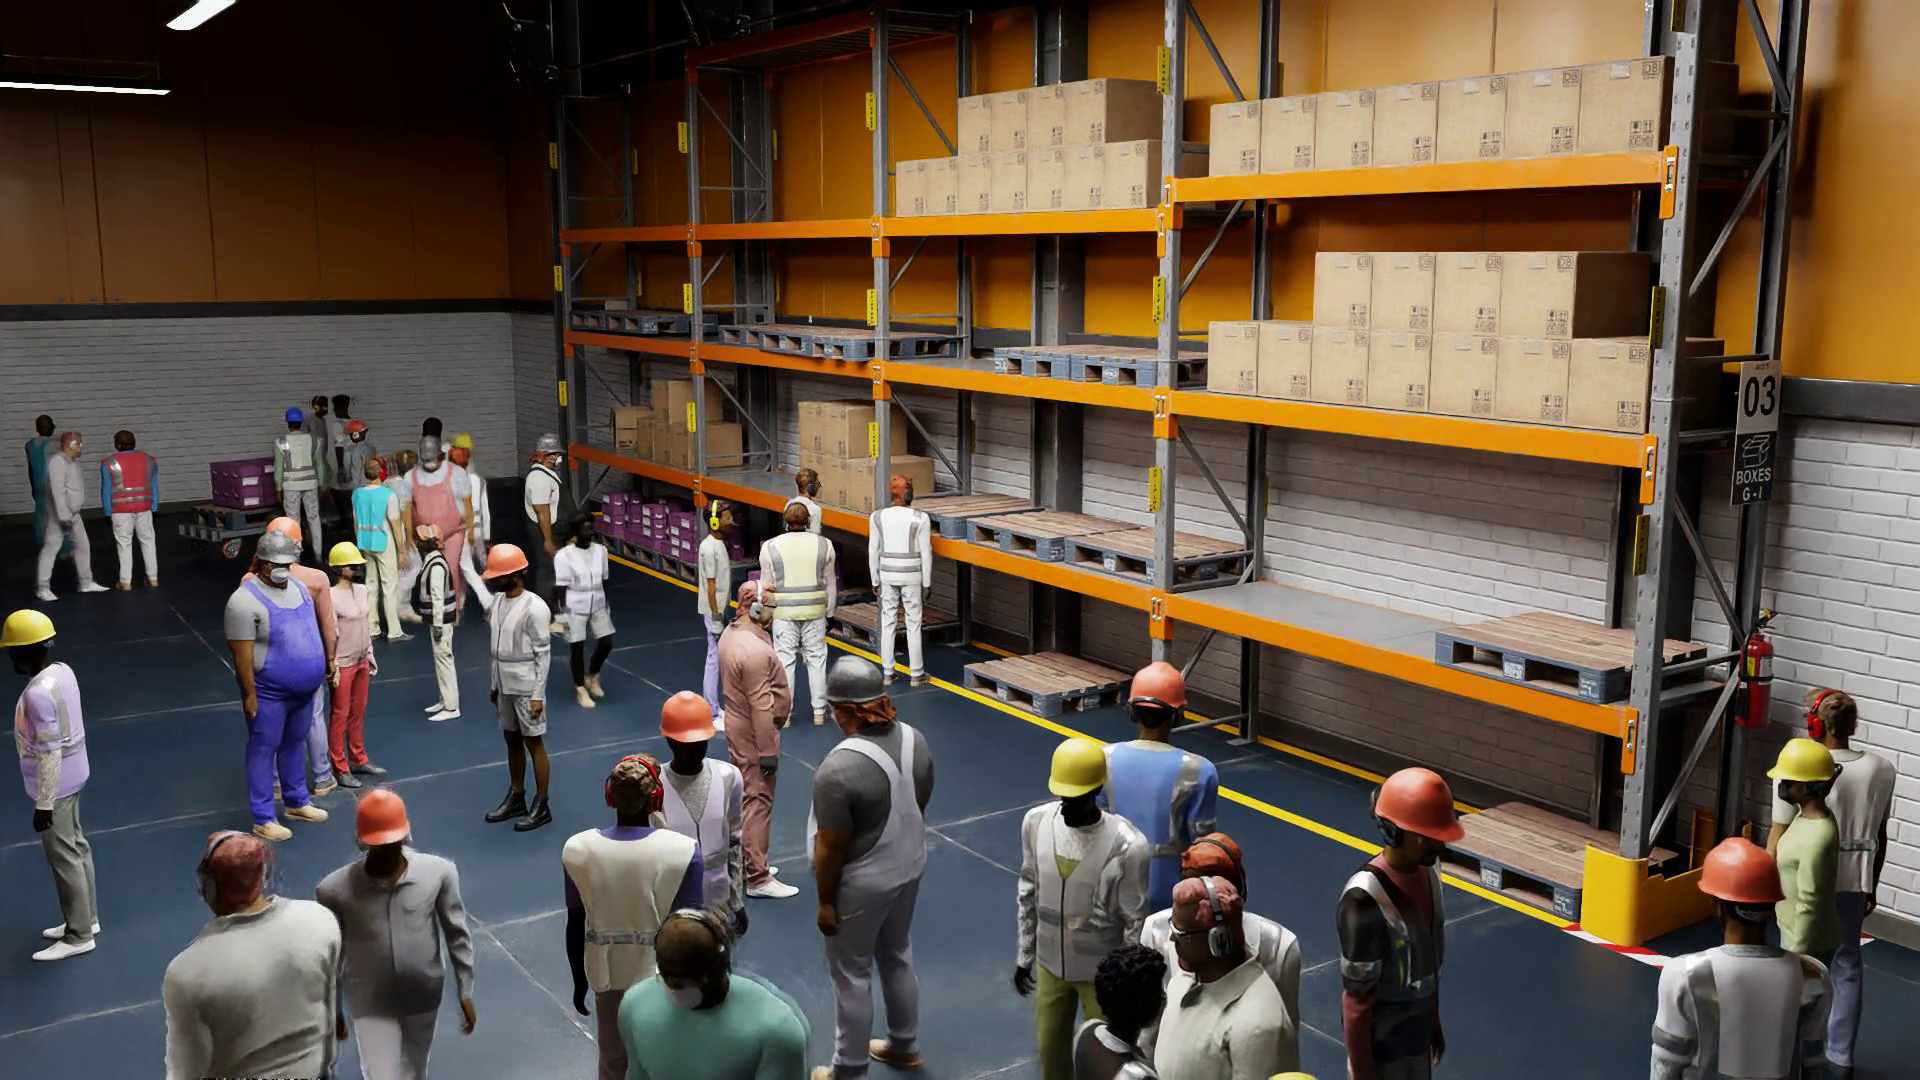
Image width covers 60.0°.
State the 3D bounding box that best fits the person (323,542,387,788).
[{"bbox_3d":[-4.397,0.887,12.008,0.305,1.772,0.527,2,10,12],"label":"person"}]

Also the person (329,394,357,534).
[{"bbox_3d":[-8.390,-1.018,22.690,0.674,1.935,0.668,3,10,15],"label":"person"}]

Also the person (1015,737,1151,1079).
[{"bbox_3d":[0.483,1.713,6.733,0.588,1.917,0.398,7,12,34],"label":"person"}]

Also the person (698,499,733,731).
[{"bbox_3d":[-1.942,0.598,13.403,0.327,1.874,0.520,-1,10,-5],"label":"person"}]

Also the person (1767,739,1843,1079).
[{"bbox_3d":[3.616,1.714,7.185,0.340,1.762,0.527,5,11,26],"label":"person"}]

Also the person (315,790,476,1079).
[{"bbox_3d":[-2.244,1.826,6.659,0.575,1.702,0.896,-5,11,-26],"label":"person"}]

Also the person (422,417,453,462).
[{"bbox_3d":[-6.165,-0.504,19.742,0.590,1.917,0.398,7,12,35],"label":"person"}]

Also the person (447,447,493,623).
[{"bbox_3d":[-5.128,-0.056,17.360,0.942,1.851,0.568,6,11,32],"label":"person"}]

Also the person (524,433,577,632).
[{"bbox_3d":[-4.156,-0.090,16.944,0.535,2.000,0.682,-2,10,-11],"label":"person"}]

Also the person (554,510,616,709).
[{"bbox_3d":[-3.169,0.583,14.023,0.546,1.690,0.352,-9,13,-42],"label":"person"}]

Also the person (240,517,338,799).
[{"bbox_3d":[-4.707,0.826,11.707,0.625,1.991,0.389,-2,10,-14],"label":"person"}]

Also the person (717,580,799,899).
[{"bbox_3d":[-1.208,1.176,9.926,0.409,1.904,0.640,-4,11,-23],"label":"person"}]

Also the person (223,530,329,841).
[{"bbox_3d":[-4.449,0.929,10.968,0.536,2.000,0.682,3,10,17],"label":"person"}]

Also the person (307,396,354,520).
[{"bbox_3d":[-8.985,-1.132,23.653,0.858,1.834,0.550,0,10,1],"label":"person"}]

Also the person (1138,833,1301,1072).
[{"bbox_3d":[0.871,1.908,5.715,0.581,1.879,0.375,5,11,26],"label":"person"}]

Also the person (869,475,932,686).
[{"bbox_3d":[-0.520,0.362,14.759,0.575,1.882,0.361,3,10,16],"label":"person"}]

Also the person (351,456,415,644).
[{"bbox_3d":[-5.707,0.107,16.350,0.564,1.850,0.390,4,10,23],"label":"person"}]

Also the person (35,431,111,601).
[{"bbox_3d":[-9.998,-0.270,18.554,0.693,1.862,0.674,-2,10,-10],"label":"person"}]

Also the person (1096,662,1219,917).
[{"bbox_3d":[0.854,1.544,7.381,0.609,2.035,0.408,4,11,24],"label":"person"}]

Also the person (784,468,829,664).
[{"bbox_3d":[-1.452,0.242,15.615,0.352,1.837,0.502,-9,13,-43],"label":"person"}]

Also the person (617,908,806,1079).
[{"bbox_3d":[-0.758,2.009,5.109,0.655,1.871,1.041,2,10,13],"label":"person"}]

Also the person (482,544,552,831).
[{"bbox_3d":[-2.953,0.970,11.051,0.542,1.929,0.374,8,12,38],"label":"person"}]

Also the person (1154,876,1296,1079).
[{"bbox_3d":[0.790,1.976,5.262,0.400,1.895,0.651,-2,10,-13],"label":"person"}]

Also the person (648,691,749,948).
[{"bbox_3d":[-1.182,1.602,7.317,0.545,1.939,0.374,-6,11,-30],"label":"person"}]

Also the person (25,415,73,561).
[{"bbox_3d":[-11.422,-0.650,20.853,0.502,1.836,0.343,1,10,5],"label":"person"}]

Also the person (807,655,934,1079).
[{"bbox_3d":[-0.448,1.506,7.576,0.538,2.000,0.686,8,12,38],"label":"person"}]

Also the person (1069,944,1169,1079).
[{"bbox_3d":[0.495,2.084,5.216,0.322,1.690,0.535,-3,10,-17],"label":"person"}]

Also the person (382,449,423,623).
[{"bbox_3d":[-5.713,-0.026,17.187,0.401,1.828,0.534,-3,10,-15],"label":"person"}]

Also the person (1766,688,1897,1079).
[{"bbox_3d":[3.980,1.598,7.641,0.561,1.838,0.387,-1,10,-4],"label":"person"}]

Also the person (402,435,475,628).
[{"bbox_3d":[-5.375,-0.102,17.018,0.702,2.000,0.776,0,10,1],"label":"person"}]

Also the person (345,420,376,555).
[{"bbox_3d":[-7.640,-0.668,21.233,0.354,1.737,0.574,0,10,0],"label":"person"}]

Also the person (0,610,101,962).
[{"bbox_3d":[-4.944,1.318,9.020,0.385,1.922,0.594,-3,10,-18],"label":"person"}]

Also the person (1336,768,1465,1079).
[{"bbox_3d":[1.580,1.788,5.975,0.409,2.029,0.612,8,12,39],"label":"person"}]

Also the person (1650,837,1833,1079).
[{"bbox_3d":[2.523,1.923,5.465,0.544,1.930,0.389,1,10,3],"label":"person"}]

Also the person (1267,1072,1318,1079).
[{"bbox_3d":[0.827,2.210,4.345,0.321,1.738,0.484,2,10,11],"label":"person"}]

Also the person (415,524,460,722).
[{"bbox_3d":[-4.299,0.671,13.693,0.314,1.631,0.519,-4,10,-21],"label":"person"}]

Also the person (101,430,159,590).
[{"bbox_3d":[-9.507,-0.346,19.077,0.431,1.836,0.619,9,13,41],"label":"person"}]

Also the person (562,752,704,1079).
[{"bbox_3d":[-1.281,1.763,6.640,0.570,1.844,0.379,1,10,3],"label":"person"}]

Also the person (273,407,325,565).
[{"bbox_3d":[-8.188,-0.668,20.610,0.616,1.945,0.398,-8,13,-41],"label":"person"}]

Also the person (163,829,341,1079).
[{"bbox_3d":[-2.365,1.912,5.673,0.748,1.883,0.664,7,12,36],"label":"person"}]

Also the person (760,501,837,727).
[{"bbox_3d":[-1.310,0.601,13.479,0.625,1.844,0.429,-2,10,-13],"label":"person"}]
